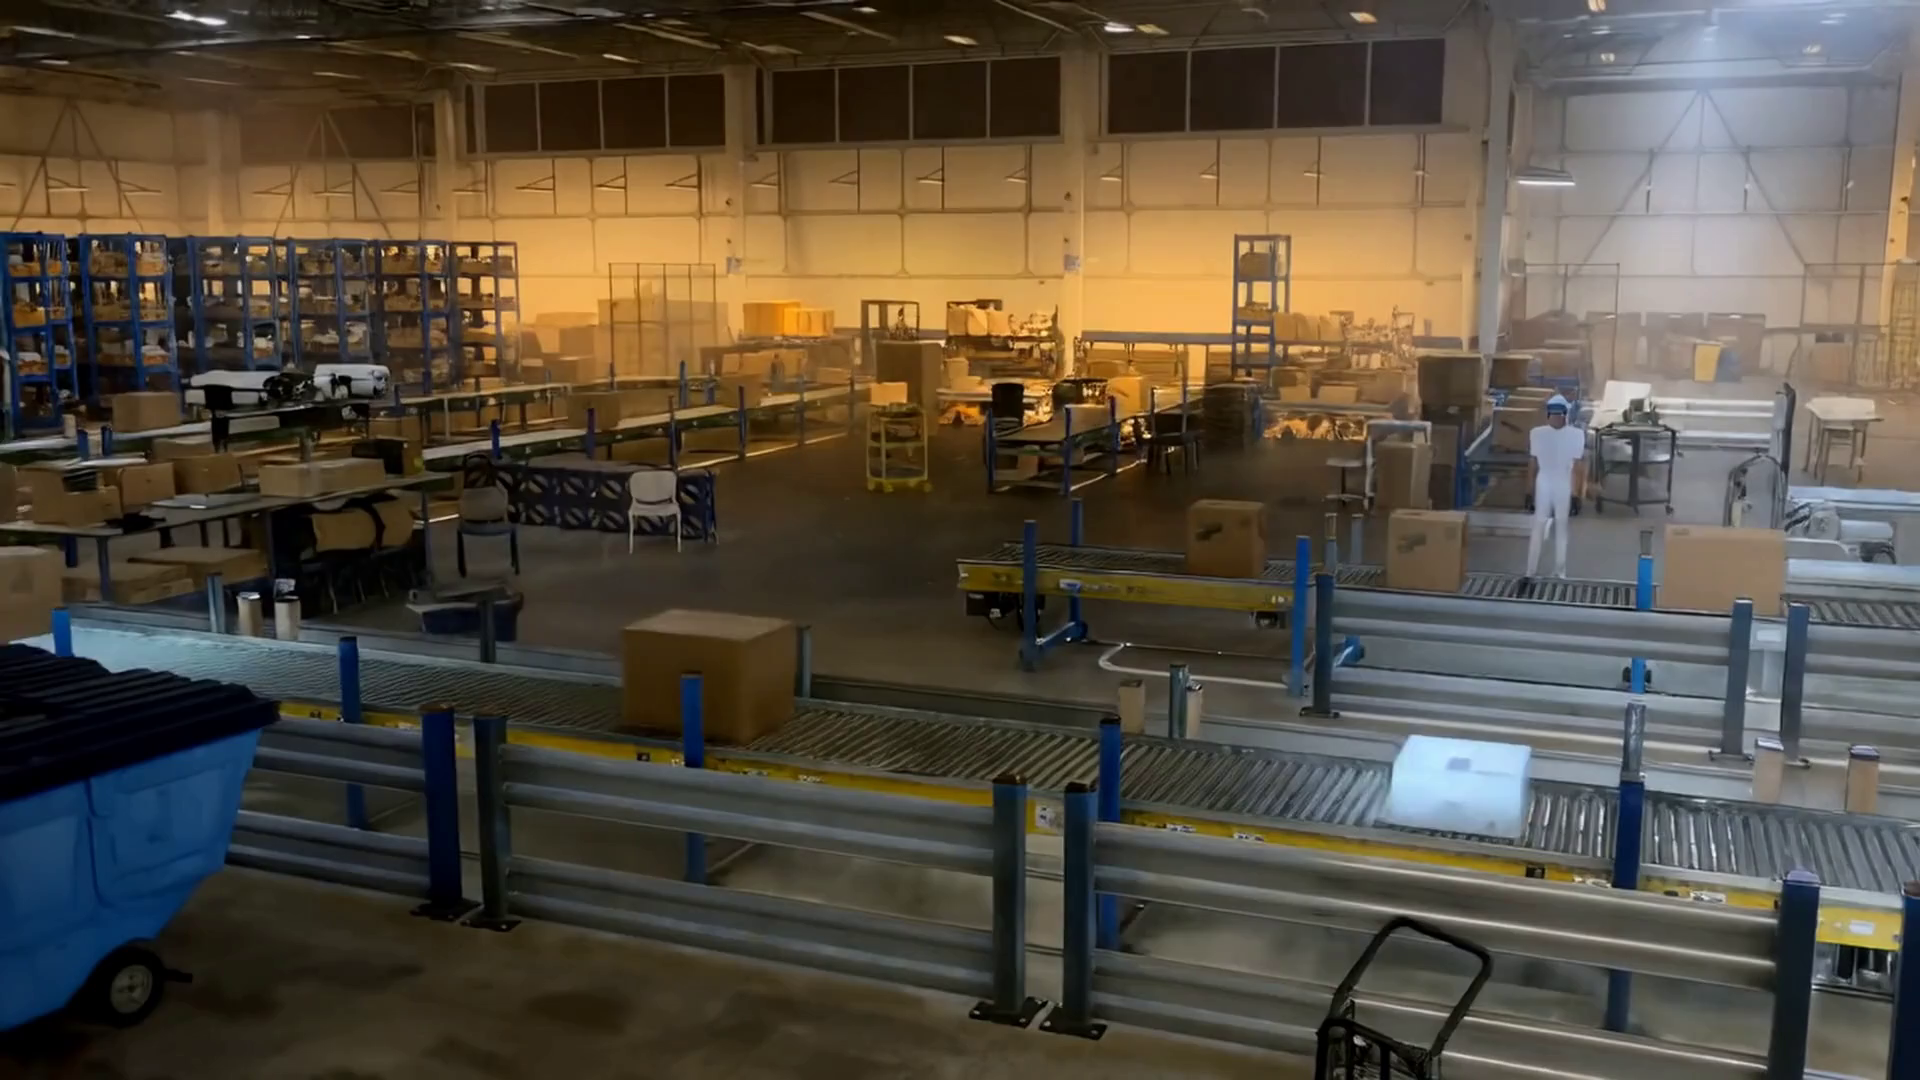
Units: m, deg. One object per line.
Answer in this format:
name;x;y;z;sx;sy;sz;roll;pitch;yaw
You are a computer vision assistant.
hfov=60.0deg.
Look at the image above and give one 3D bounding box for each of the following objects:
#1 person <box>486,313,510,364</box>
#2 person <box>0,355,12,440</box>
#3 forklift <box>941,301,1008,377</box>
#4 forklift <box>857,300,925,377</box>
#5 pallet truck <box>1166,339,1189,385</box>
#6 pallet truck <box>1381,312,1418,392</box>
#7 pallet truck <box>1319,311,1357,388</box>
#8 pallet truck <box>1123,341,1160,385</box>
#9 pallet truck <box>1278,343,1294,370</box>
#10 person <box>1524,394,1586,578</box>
person;-12.162;-5.183;43.874;0.622;1.978;0.579;-9;13;-44
person;-15.185;-2.212;26.110;0.640;1.904;0.401;4;10;24
forklift;0.365;-4.966;41.571;1.157;1.987;2.680;3;10;20
forklift;-1.732;-5.109;42.468;1.157;1.987;2.680;4;10;22
pallet truck;5.418;-4.269;40.420;0.704;1.261;1.522;3;10;20
pallet truck;10.207;-4.283;38.369;0.823;1.965;1.885;3;10;20
pallet truck;9.071;-4.419;39.190;0.823;1.965;1.885;5;10;26
pallet truck;4.445;-4.380;41.279;0.680;1.201;1.601;4;10;22
pallet truck;7.886;-4.163;39.743;0.653;1.274;1.630;4;10;22
person;5.484;-0.417;15.351;0.521;1.864;0.334;4;10;24
